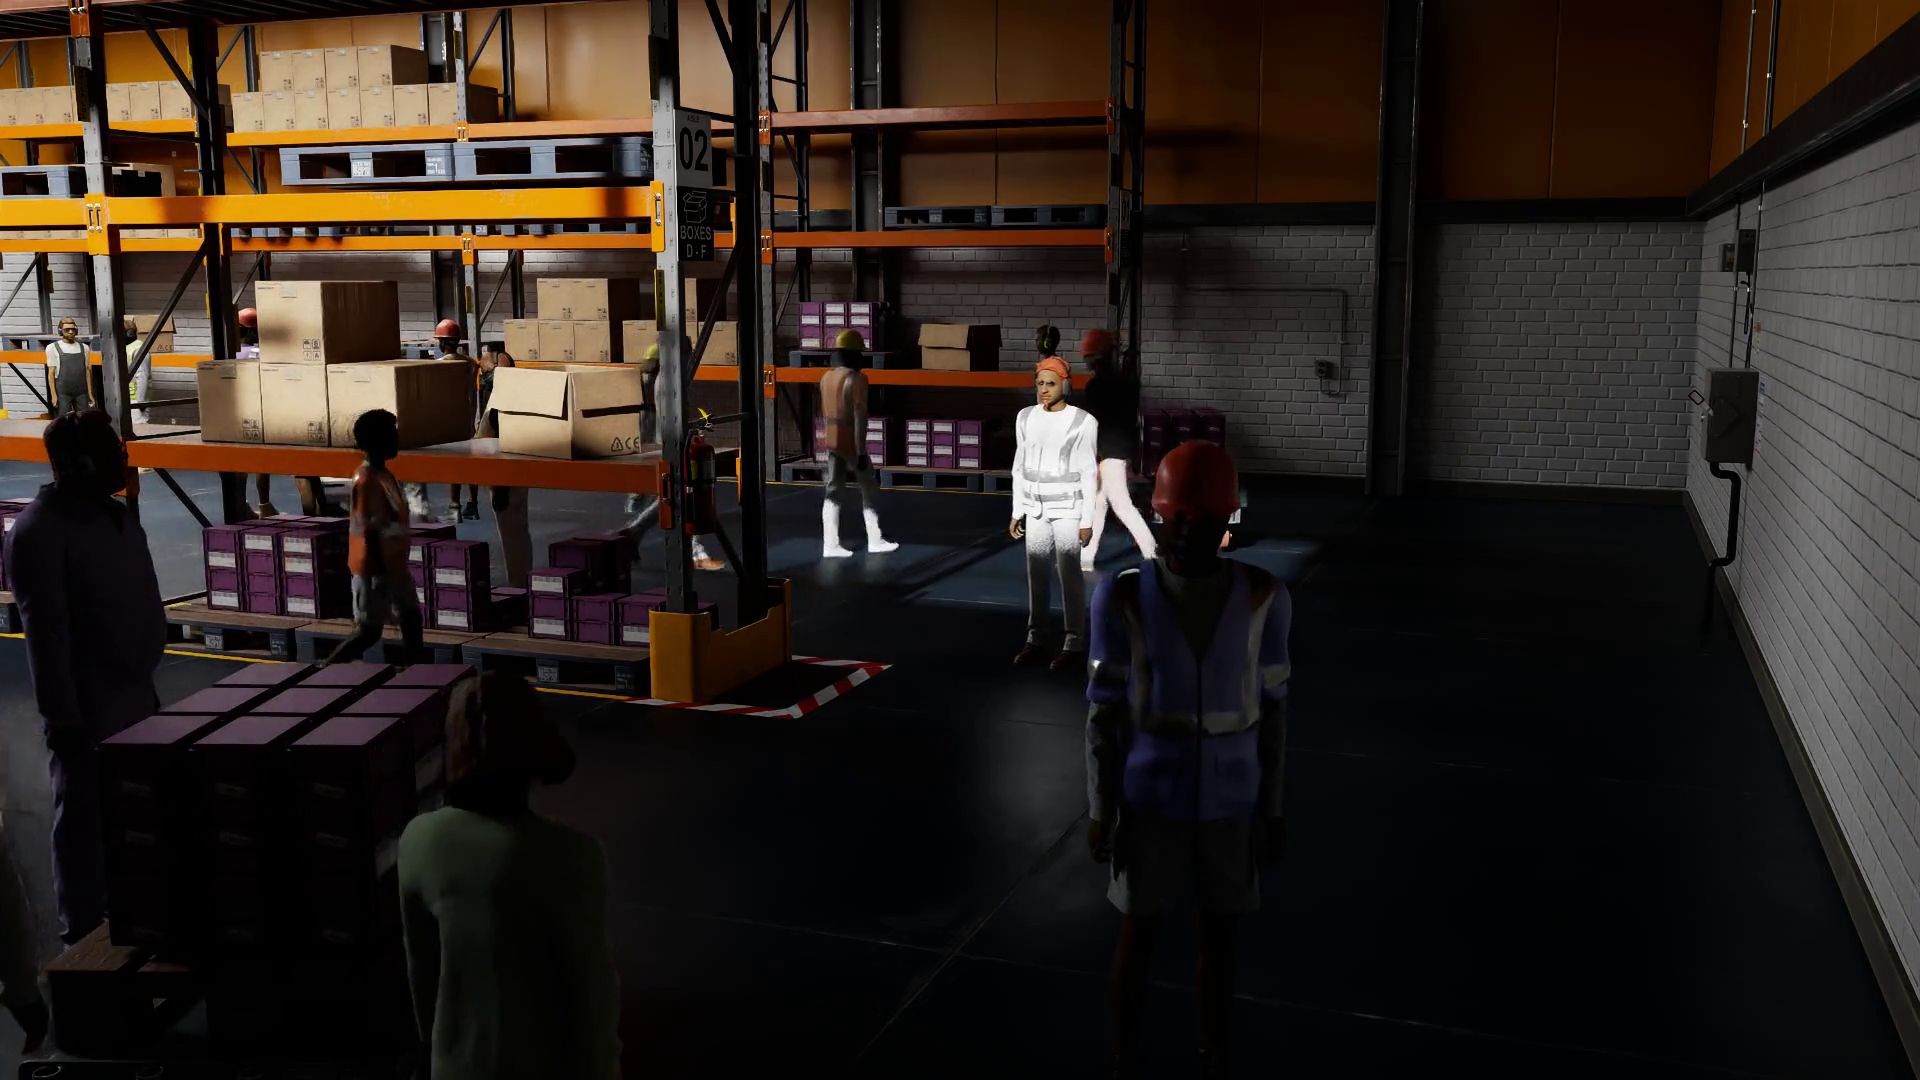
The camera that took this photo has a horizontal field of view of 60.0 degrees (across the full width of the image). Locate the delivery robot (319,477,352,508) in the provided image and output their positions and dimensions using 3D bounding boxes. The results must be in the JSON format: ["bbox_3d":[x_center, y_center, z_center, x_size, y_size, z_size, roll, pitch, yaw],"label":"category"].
[{"bbox_3d":[-5.895,-0.520,16.082,0.707,0.478,0.477,-2,9,-12],"label":"delivery robot"}]

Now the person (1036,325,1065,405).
[{"bbox_3d":[0.863,-1.171,16.339,0.328,1.875,0.513,2,9,14],"label":"person"}]

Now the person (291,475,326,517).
[{"bbox_3d":[-5.690,-0.886,14.343,0.361,1.938,0.546,0,9,-1],"label":"person"}]

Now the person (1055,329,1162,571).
[{"bbox_3d":[1.240,-0.671,13.006,0.944,1.952,0.614,4,10,23],"label":"person"}]

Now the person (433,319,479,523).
[{"bbox_3d":[-4.828,-1.126,15.851,0.354,1.939,0.544,5,10,27],"label":"person"}]

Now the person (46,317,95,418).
[{"bbox_3d":[-10.829,-1.786,20.286,0.345,1.846,0.508,7,11,38],"label":"person"}]

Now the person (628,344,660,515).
[{"bbox_3d":[-2.915,-1.049,16.111,0.816,1.703,0.500,2,9,13],"label":"person"}]

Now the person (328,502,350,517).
[{"bbox_3d":[-6.165,-1.110,16.322,0.518,1.755,0.357,7,11,36],"label":"person"}]

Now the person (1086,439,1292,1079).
[{"bbox_3d":[0.614,0.690,4.457,0.551,1.932,0.376,0,9,-2],"label":"person"}]

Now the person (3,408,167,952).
[{"bbox_3d":[-2.899,0.513,5.642,0.409,1.912,0.651,0,9,-3],"label":"person"}]

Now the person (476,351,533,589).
[{"bbox_3d":[-3.154,-0.387,11.544,0.429,1.836,0.625,-2,9,-10],"label":"person"}]

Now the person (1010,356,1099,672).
[{"bbox_3d":[0.563,-0.157,9.965,0.579,1.879,0.348,7,12,38],"label":"person"}]

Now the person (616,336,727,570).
[{"bbox_3d":[-2.326,-0.697,13.243,0.819,1.917,0.634,0,9,-2],"label":"person"}]

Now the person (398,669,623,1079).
[{"bbox_3d":[-0.830,1.042,3.230,0.533,1.610,0.350,5,10,28],"label":"person"}]

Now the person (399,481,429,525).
[{"bbox_3d":[-4.383,-0.600,12.943,0.611,1.811,0.696,-5,10,-27],"label":"person"}]

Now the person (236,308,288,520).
[{"bbox_3d":[-6.727,-1.178,15.845,0.616,2.041,0.382,3,10,20],"label":"person"}]

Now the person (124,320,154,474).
[{"bbox_3d":[-9.839,-1.698,19.785,0.624,1.836,0.429,9,12,43],"label":"person"}]

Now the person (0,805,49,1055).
[{"bbox_3d":[-2.225,0.950,3.270,0.780,1.780,0.707,4,10,24],"label":"person"}]

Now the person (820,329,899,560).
[{"bbox_3d":[-0.852,-0.799,13.894,0.819,1.897,0.625,-9,12,-43],"label":"person"}]

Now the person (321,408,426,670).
[{"bbox_3d":[-3.099,0.136,8.777,0.796,1.670,0.540,-1,9,-7],"label":"person"}]
